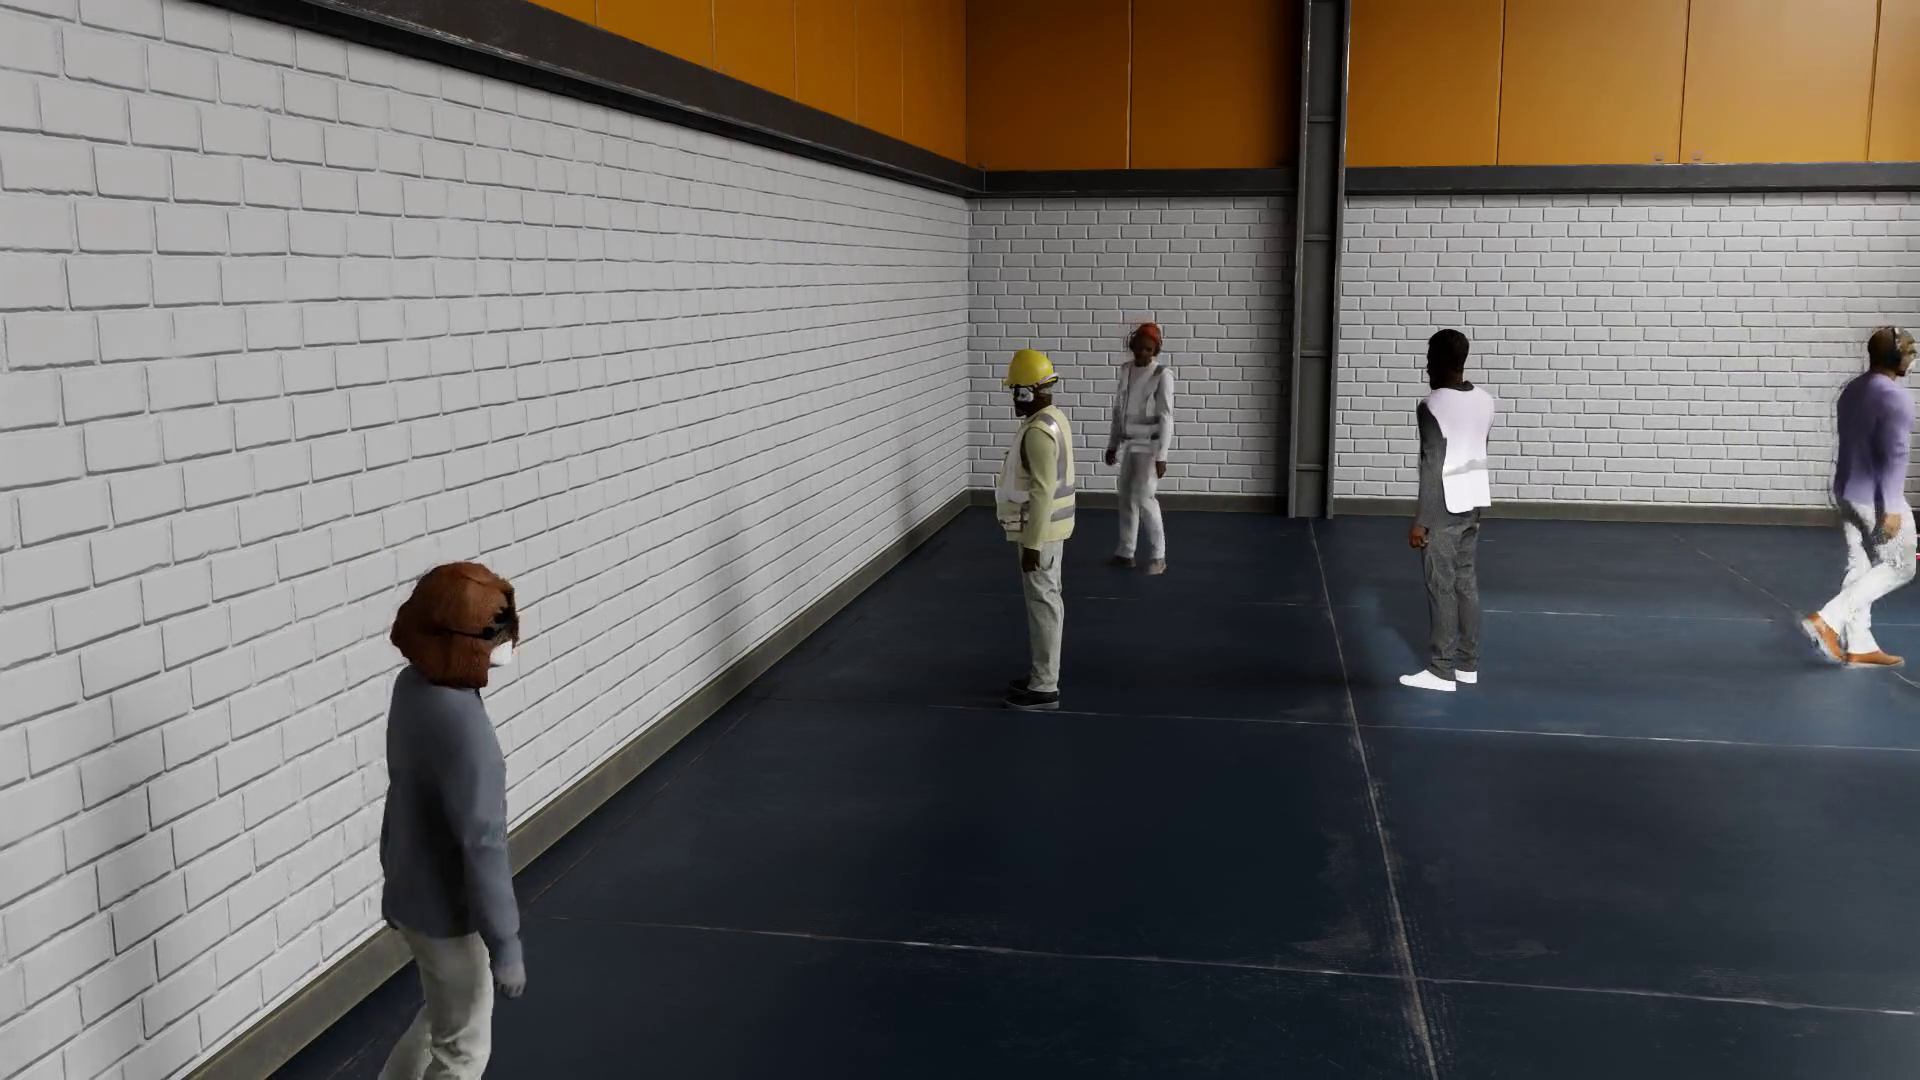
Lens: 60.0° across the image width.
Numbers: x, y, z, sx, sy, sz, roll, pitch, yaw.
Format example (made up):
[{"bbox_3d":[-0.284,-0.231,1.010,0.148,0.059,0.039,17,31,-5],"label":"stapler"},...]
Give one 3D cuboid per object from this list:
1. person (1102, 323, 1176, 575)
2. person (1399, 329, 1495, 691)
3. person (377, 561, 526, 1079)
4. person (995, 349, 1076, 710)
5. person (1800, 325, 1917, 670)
[{"bbox_3d":[1.322,-0.671,12.292,0.359,1.854,0.769,-4,10,-23],"label":"person"},{"bbox_3d":[2.610,-0.155,8.834,0.597,1.914,0.373,-8,12,-42],"label":"person"},{"bbox_3d":[-1.165,0.830,3.690,0.418,1.600,0.575,-6,11,-32],"label":"person"},{"bbox_3d":[0.381,-0.051,8.464,0.404,1.827,0.589,1,9,9],"label":"person"},{"bbox_3d":[5.000,-0.216,9.176,0.506,1.927,0.650,0,9,3],"label":"person"}]
